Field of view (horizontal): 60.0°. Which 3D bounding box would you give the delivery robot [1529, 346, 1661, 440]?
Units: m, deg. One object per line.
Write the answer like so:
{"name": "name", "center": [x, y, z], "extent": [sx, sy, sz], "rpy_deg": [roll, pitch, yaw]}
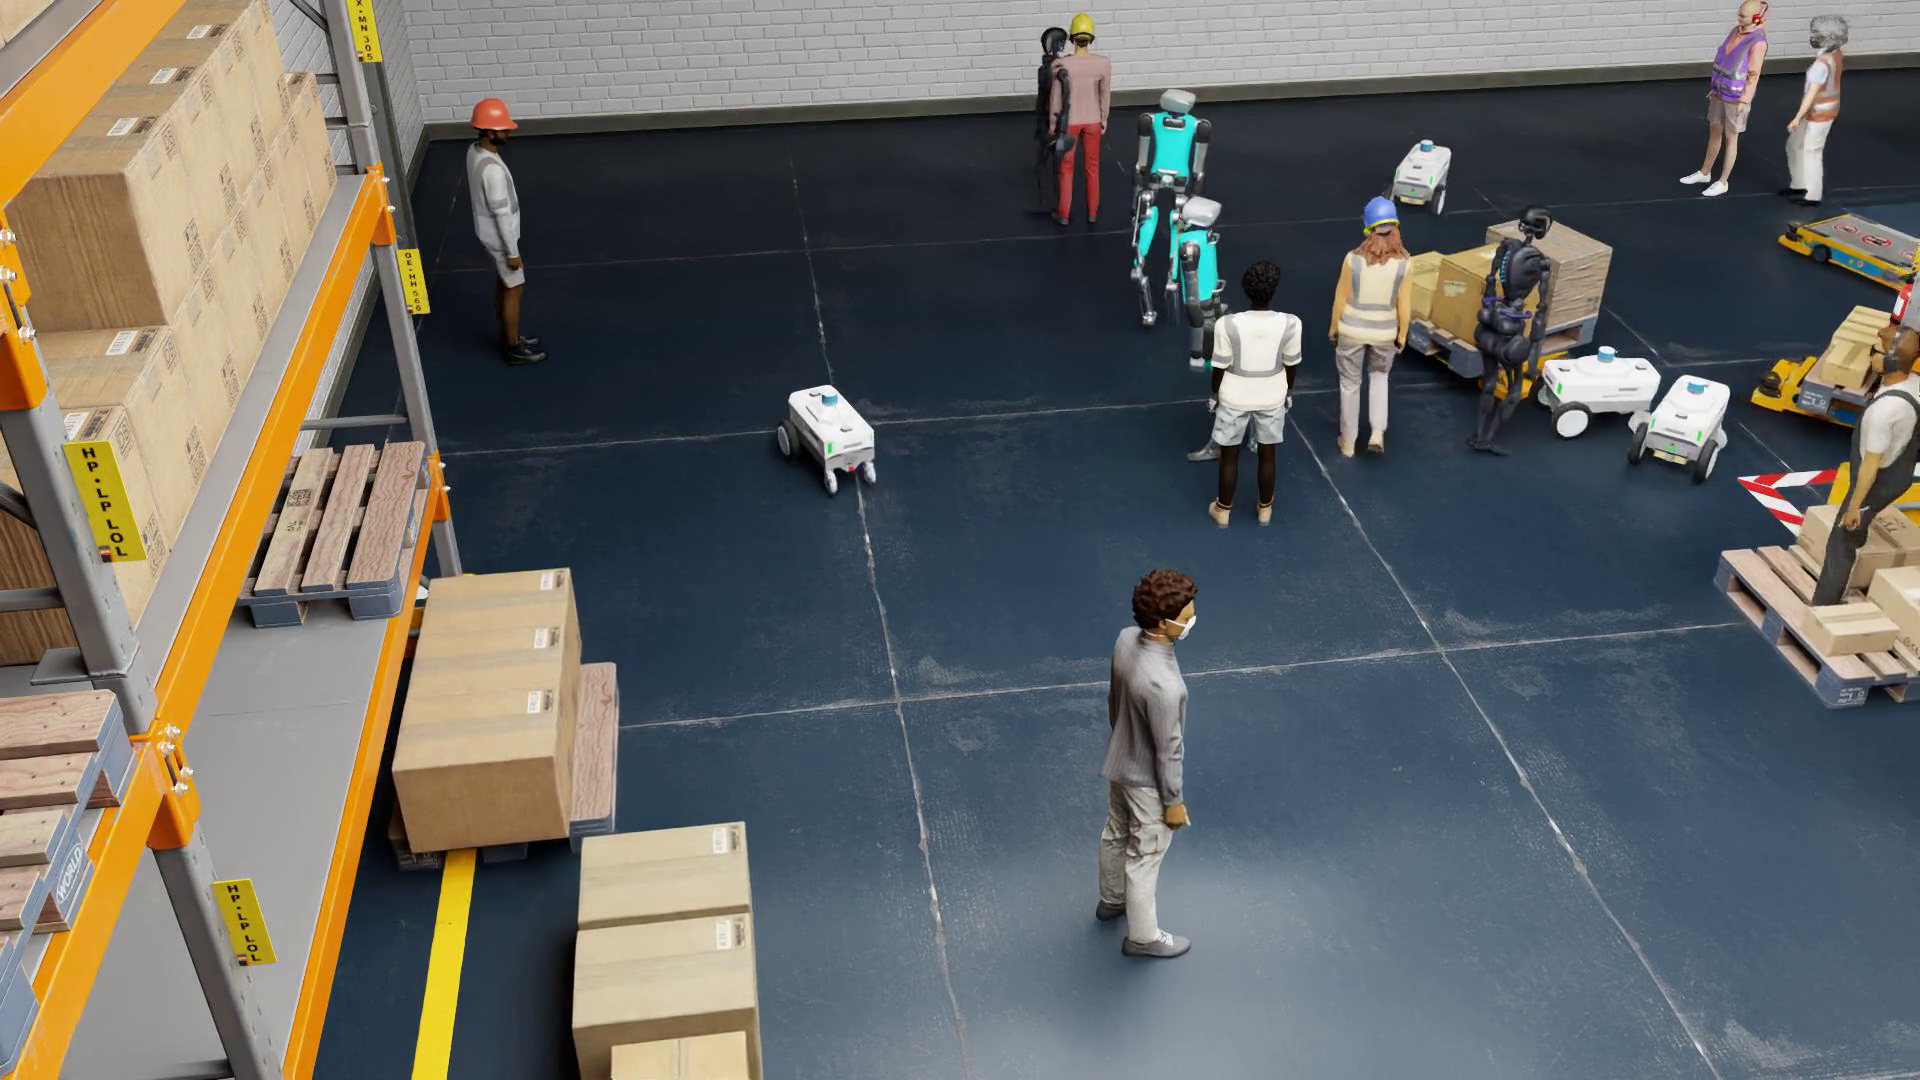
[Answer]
{"name": "delivery robot", "center": [4.246, -1.000, 11.137], "extent": [0.804, 0.610, 0.499], "rpy_deg": [-1, 33, -2]}

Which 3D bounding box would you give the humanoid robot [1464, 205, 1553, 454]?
{"name": "humanoid robot", "center": [3.485, -1.335, 10.621], "extent": [0.378, 1.645, 0.610], "rpy_deg": [-12, 35, -18]}

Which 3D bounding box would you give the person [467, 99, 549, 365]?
{"name": "person", "center": [-3.174, -2.135, 11.616], "extent": [0.385, 1.924, 0.547], "rpy_deg": [-16, 36, -23]}

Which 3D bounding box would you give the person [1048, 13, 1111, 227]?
{"name": "person", "center": [0.982, -3.473, 13.804], "extent": [0.524, 1.768, 0.313], "rpy_deg": [-6, 34, -9]}

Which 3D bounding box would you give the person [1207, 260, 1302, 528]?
{"name": "person", "center": [1.721, -0.844, 9.834], "extent": [0.538, 1.698, 0.319], "rpy_deg": [-1, 33, -2]}

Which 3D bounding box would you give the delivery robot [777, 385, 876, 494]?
{"name": "delivery robot", "center": [-0.828, -0.693, 10.647], "extent": [0.499, 0.589, 0.790], "rpy_deg": [-15, 36, -22]}

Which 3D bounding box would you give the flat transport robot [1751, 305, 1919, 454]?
{"name": "flat transport robot", "center": [6.201, -0.909, 11.246], "extent": [1.431, 0.231, 0.659], "rpy_deg": [24, 40, 31]}

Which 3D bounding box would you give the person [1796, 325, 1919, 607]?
{"name": "person", "center": [4.831, -0.296, 8.884], "extent": [0.558, 1.837, 0.406], "rpy_deg": [-27, 42, -35]}

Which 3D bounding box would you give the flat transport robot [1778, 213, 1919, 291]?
{"name": "flat transport robot", "center": [7.391, -2.267, 13.326], "extent": [0.659, 0.231, 1.431], "rpy_deg": [-16, 37, -23]}

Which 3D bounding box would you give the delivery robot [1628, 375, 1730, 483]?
{"name": "delivery robot", "center": [4.694, -0.744, 10.742], "extent": [0.521, 0.607, 0.778], "rpy_deg": [21, 38, 28]}

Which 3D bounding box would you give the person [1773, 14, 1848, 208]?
{"name": "person", "center": [7.282, -3.630, 14.133], "extent": [0.496, 1.649, 0.471], "rpy_deg": [18, 37, 25]}

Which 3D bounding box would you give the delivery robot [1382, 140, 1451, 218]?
{"name": "delivery robot", "center": [4.002, -3.154, 14.434], "extent": [0.499, 0.606, 0.794], "rpy_deg": [15, 36, 22]}

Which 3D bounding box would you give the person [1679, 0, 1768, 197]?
{"name": "person", "center": [6.694, -3.841, 14.434], "extent": [0.347, 1.687, 0.483], "rpy_deg": [-7, 34, -11]}

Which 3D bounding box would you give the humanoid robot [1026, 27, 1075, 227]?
{"name": "humanoid robot", "center": [0.781, -3.440, 13.841], "extent": [0.318, 1.647, 0.591], "rpy_deg": [-12, 35, -18]}

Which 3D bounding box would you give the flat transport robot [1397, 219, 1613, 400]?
{"name": "flat transport robot", "center": [3.715, -1.425, 12.036], "extent": [0.659, 0.231, 1.431], "rpy_deg": [-17, 37, -24]}

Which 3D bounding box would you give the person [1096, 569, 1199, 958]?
{"name": "person", "center": [0.762, 0.945, 6.915], "extent": [0.395, 1.897, 0.531], "rpy_deg": [-11, 35, -16]}

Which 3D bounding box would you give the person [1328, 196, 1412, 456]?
{"name": "person", "center": [2.573, -1.302, 10.487], "extent": [0.463, 1.756, 0.438], "rpy_deg": [3, 33, 4]}

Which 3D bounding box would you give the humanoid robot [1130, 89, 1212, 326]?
{"name": "humanoid robot", "center": [1.459, -2.284, 12.043], "extent": [0.545, 1.800, 0.802], "rpy_deg": [8, 34, 13]}

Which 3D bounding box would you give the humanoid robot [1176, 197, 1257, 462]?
{"name": "humanoid robot", "center": [1.741, -1.243, 10.431], "extent": [0.870, 1.793, 0.563], "rpy_deg": [10, 34, 15]}
